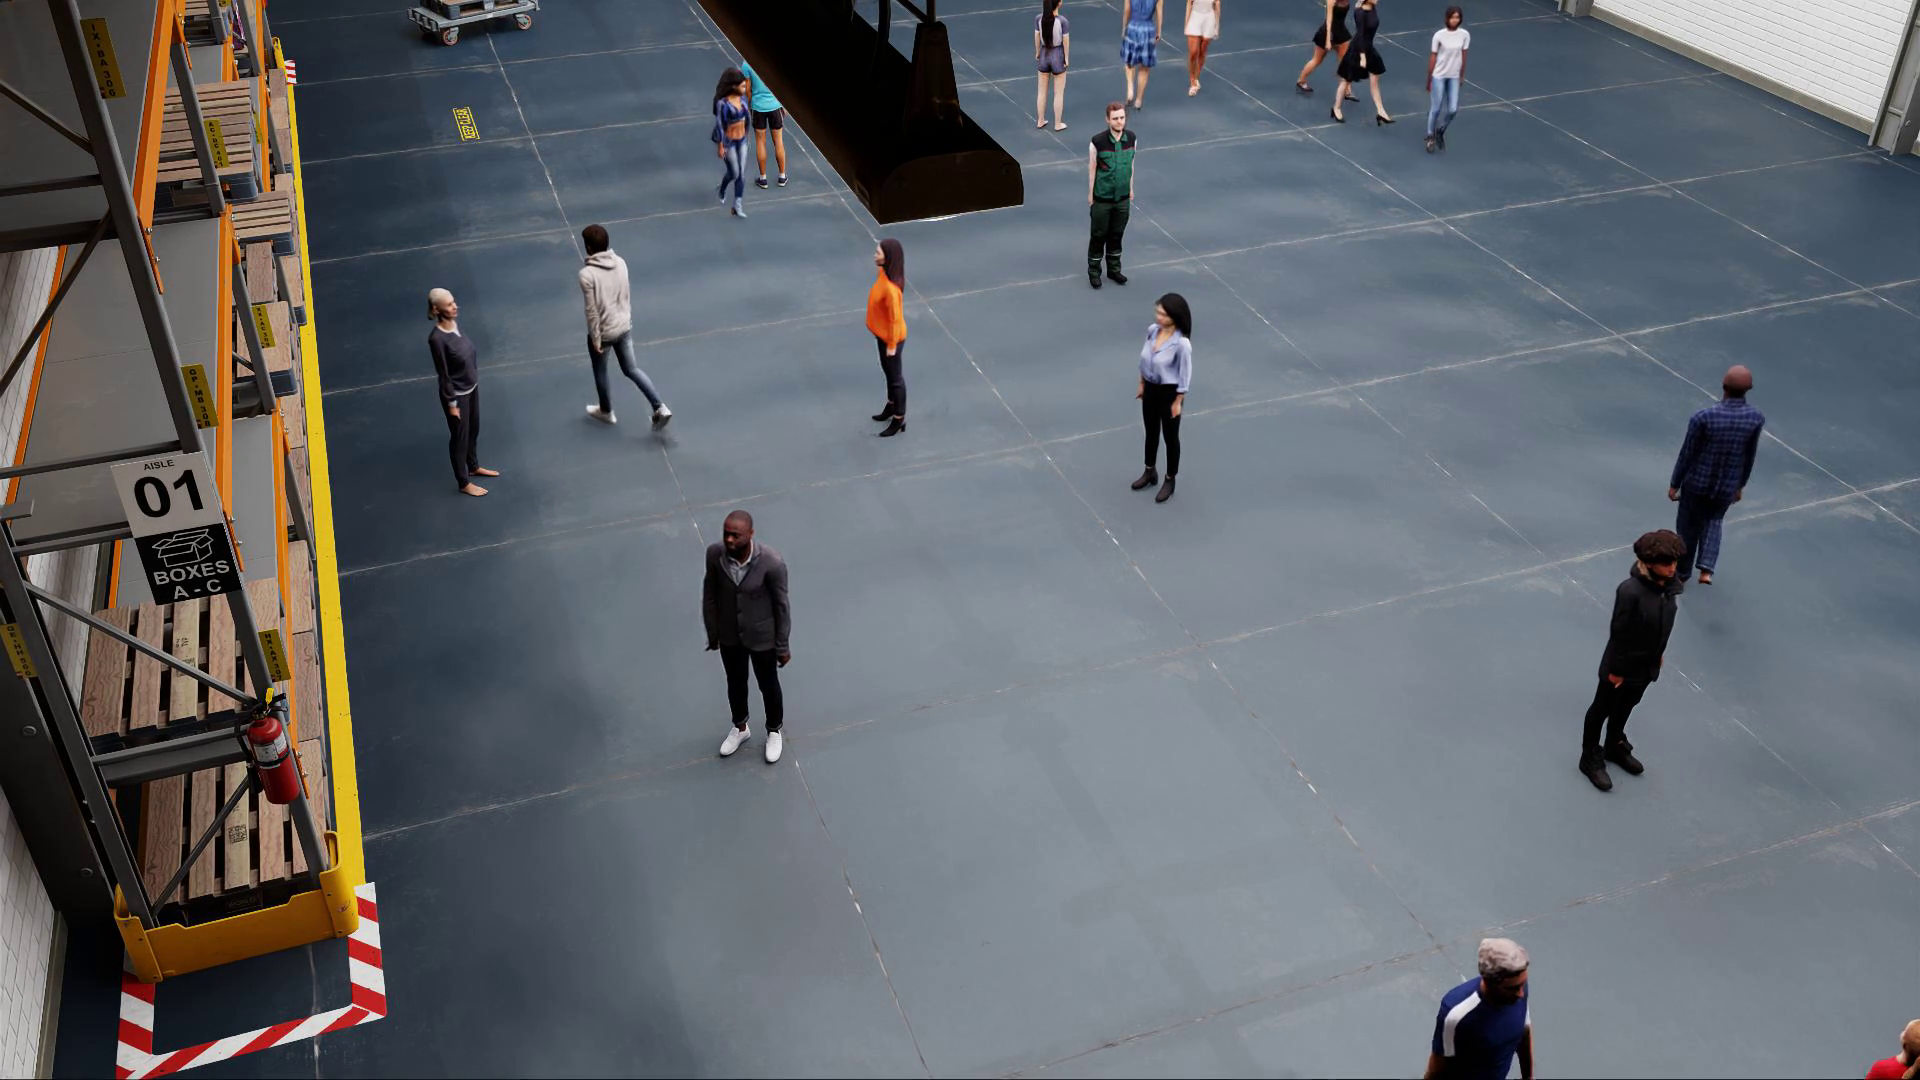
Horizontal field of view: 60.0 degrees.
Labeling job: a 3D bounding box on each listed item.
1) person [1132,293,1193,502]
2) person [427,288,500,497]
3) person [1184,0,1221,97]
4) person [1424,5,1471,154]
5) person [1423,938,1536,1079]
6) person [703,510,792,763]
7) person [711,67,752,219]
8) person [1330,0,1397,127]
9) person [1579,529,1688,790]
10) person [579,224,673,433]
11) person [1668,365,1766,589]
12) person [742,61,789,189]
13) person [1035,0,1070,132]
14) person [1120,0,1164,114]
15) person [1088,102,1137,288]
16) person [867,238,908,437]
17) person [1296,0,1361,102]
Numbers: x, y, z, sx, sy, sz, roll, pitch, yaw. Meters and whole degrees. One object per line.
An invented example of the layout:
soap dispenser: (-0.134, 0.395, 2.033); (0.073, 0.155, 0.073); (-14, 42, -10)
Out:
person: (1.594, -1.126, 12.988); (0.777, 1.747, 0.627); (-25, 41, -32)
person: (-3.959, -1.193, 13.107); (0.745, 1.726, 0.612); (4, 34, 6)
person: (3.080, -6.593, 21.281); (0.763, 1.671, 0.979); (-2, 34, -2)
person: (5.656, -5.404, 19.457); (0.692, 1.709, 0.723); (0, 34, -1)
person: (2.266, 2.417, 7.614); (0.847, 1.794, 1.176); (-22, 40, -30)
person: (-1.310, 0.581, 10.356); (0.796, 1.817, 0.808); (9, 35, 13)
person: (-2.466, -4.256, 17.824); (0.768, 1.606, 0.820); (-27, 42, -35)
person: (4.775, -5.876, 20.162); (1.173, 1.715, 0.976); (24, 40, 31)
person: (4.125, 0.700, 10.209); (0.651, 1.781, 0.646); (-17, 37, -23)
person: (-2.820, -1.697, 13.778); (1.276, 1.823, 1.122); (21, 39, 29)
person: (5.372, -0.384, 11.812); (0.802, 1.811, 0.850); (2, 34, 4)
person: (-2.147, -4.798, 18.485); (0.635, 1.776, 0.557); (-7, 34, -11)
person: (1.109, -5.787, 20.088); (0.655, 1.649, 0.722); (16, 37, 22)
person: (2.213, -6.122, 20.462); (0.813, 1.794, 0.866); (6, 34, 9)
person: (1.482, -3.401, 16.324); (0.624, 1.842, 0.556); (-11, 35, -16)
person: (-0.573, -1.700, 13.850); (0.718, 1.749, 0.552); (-5, 34, -7)
person: (4.620, -6.368, 20.980); (1.197, 1.630, 0.928); (25, 41, 32)
